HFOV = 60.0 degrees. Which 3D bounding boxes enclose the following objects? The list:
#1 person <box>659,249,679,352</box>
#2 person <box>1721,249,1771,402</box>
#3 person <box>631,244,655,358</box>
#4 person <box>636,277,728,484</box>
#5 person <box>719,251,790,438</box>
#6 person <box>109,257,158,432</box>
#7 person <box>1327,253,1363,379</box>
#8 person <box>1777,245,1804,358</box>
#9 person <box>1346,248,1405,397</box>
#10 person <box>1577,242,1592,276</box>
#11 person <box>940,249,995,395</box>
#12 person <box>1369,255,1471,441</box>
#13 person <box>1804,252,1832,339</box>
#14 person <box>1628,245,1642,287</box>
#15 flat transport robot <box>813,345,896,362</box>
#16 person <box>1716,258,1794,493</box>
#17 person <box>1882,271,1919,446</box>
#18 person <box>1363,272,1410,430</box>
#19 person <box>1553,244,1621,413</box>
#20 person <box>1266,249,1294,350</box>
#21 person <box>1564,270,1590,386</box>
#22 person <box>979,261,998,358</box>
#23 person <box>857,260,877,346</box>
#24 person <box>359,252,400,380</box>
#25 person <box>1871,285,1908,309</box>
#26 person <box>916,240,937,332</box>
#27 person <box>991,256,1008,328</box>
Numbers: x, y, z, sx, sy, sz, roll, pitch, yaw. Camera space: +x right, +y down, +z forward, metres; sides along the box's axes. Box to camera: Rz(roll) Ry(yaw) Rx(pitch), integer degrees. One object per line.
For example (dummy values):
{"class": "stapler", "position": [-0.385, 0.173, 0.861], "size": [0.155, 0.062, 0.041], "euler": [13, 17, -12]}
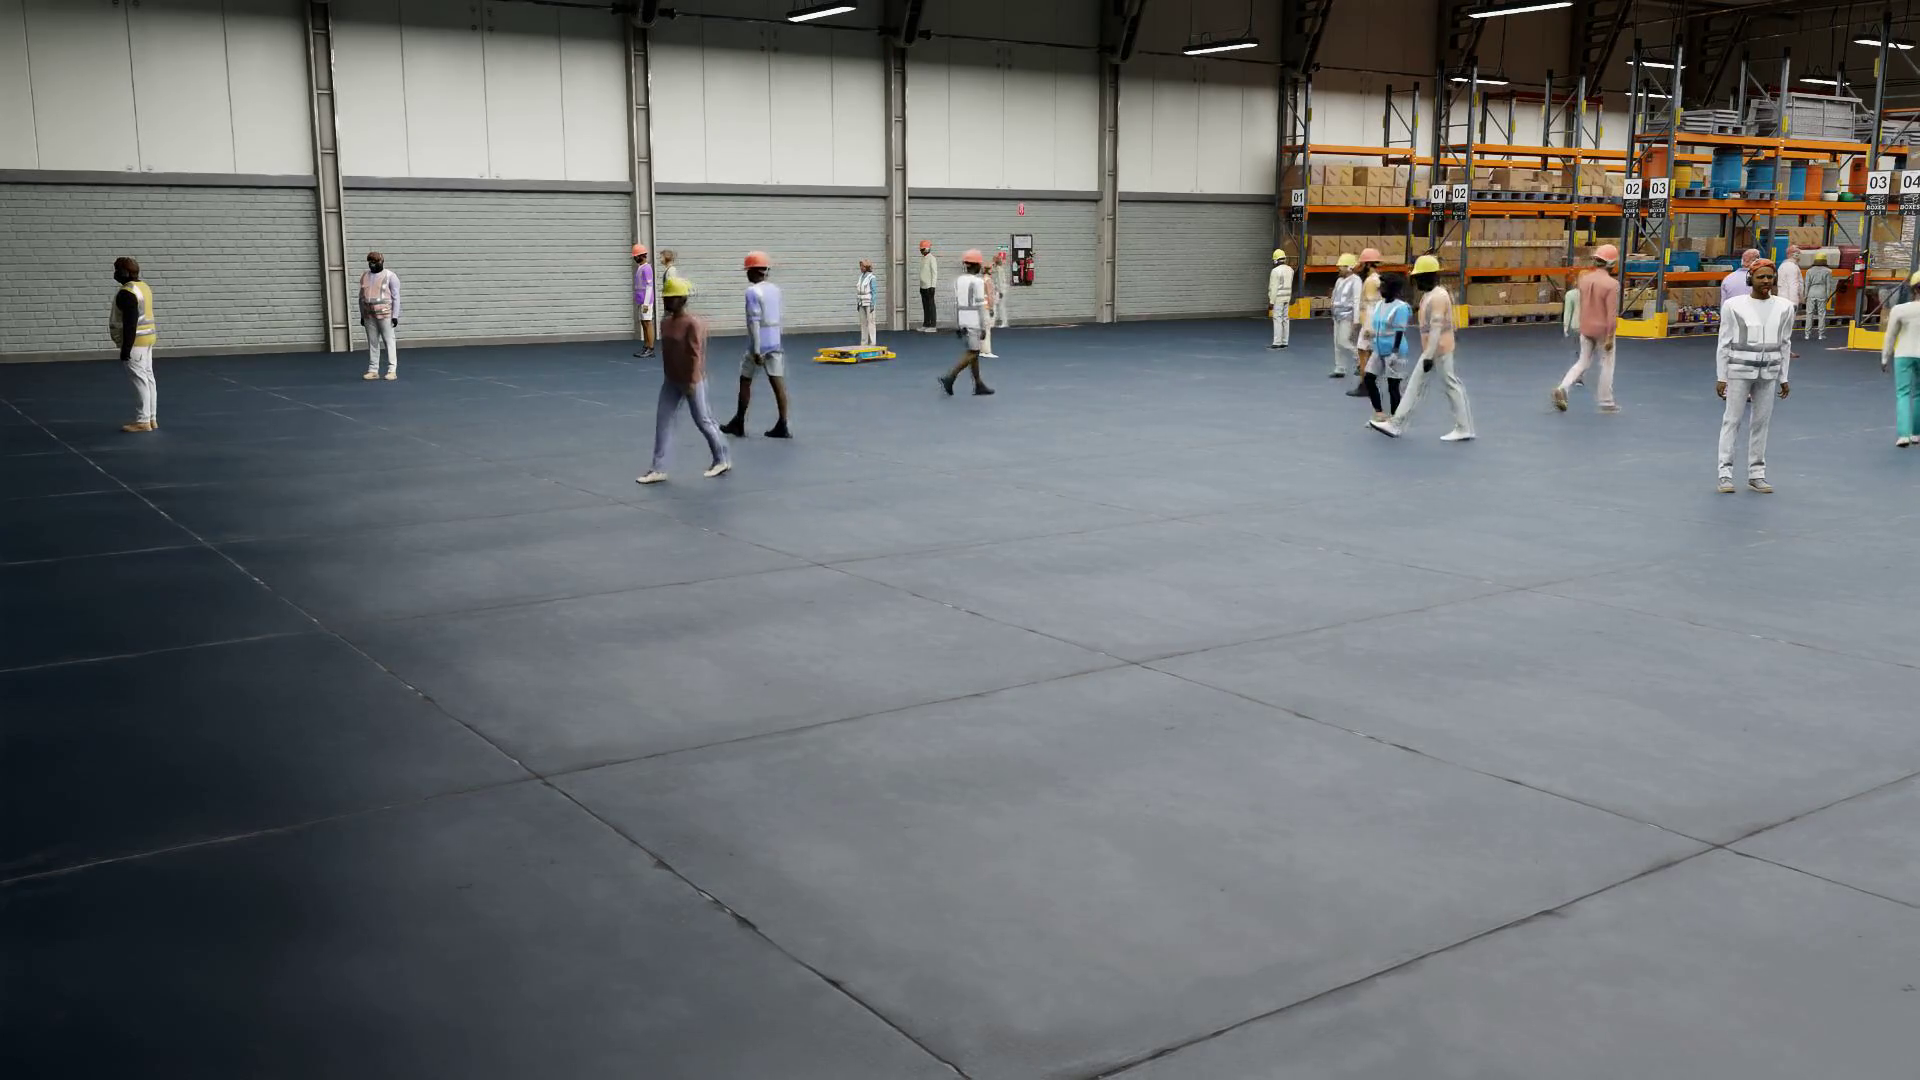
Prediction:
{"class": "person", "position": [-5.158, -4.255, 29.646], "size": [0.424, 1.832, 0.547], "euler": [-3, 11, -16]}
{"class": "person", "position": [9.855, -2.682, 20.830], "size": [0.409, 1.908, 0.639], "euler": [-8, 13, -36]}
{"class": "person", "position": [-5.411, -4.068, 28.372], "size": [0.369, 1.929, 0.542], "euler": [-4, 11, -22]}
{"class": "person", "position": [-2.331, -1.353, 14.051], "size": [0.536, 1.722, 0.897], "euler": [9, 14, 40]}
{"class": "person", "position": [-2.116, -2.008, 17.136], "size": [0.910, 1.895, 0.548], "euler": [7, 12, 33]}
{"class": "person", "position": [-8.784, -2.073, 17.668], "size": [0.429, 1.845, 0.621], "euler": [-2, 10, -10]}
{"class": "person", "position": [5.599, -3.222, 24.033], "size": [0.495, 1.817, 0.597], "euler": [-2, 11, -13]}
{"class": "person", "position": [14.239, -4.089, 28.541], "size": [0.402, 1.906, 0.685], "euler": [1, 10, 6]}
{"class": "person", "position": [5.346, -2.782, 21.360], "size": [0.626, 1.921, 0.545], "euler": [5, 11, 26]}
{"class": "person", "position": [16.983, -7.111, 45.068], "size": [0.390, 1.922, 0.591], "euler": [-6, 12, -30]}
{"class": "person", "position": [0.090, -2.787, 21.421], "size": [0.842, 1.911, 0.553], "euler": [-7, 13, -35]}
{"class": "person", "position": [4.698, -1.917, 16.736], "size": [1.036, 1.860, 0.615], "euler": [0, 10, 1]}
{"class": "person", "position": [17.322, -4.927, 33.599], "size": [0.485, 1.739, 0.314], "euler": [7, 13, 34]}
{"class": "person", "position": [18.681, -7.208, 45.855], "size": [0.940, 1.834, 0.523], "euler": [-5, 12, -27]}
{"class": "flat transport robot", "position": [-1.740, -3.086, 27.531], "size": [0.652, 0.197, 1.431], "euler": [7, 12, 32]}
{"class": "person", "position": [6.387, -1.314, 13.398], "size": [0.581, 1.881, 0.351], "euler": [0, 10, 2]}
{"class": "person", "position": [9.410, -1.774, 16.402], "size": [0.538, 1.749, 0.770], "euler": [4, 11, 23]}
{"class": "person", "position": [4.510, -1.983, 17.605], "size": [0.450, 1.682, 0.535], "euler": [-5, 11, -25]}
{"class": "person", "position": [7.370, -2.443, 19.334], "size": [0.835, 1.973, 0.614], "euler": [-5, 12, -27]}
{"class": "person", "position": [5.824, -4.377, 30.343], "size": [0.404, 1.826, 0.587], "euler": [10, 14, 44]}
{"class": "person", "position": [8.712, -2.965, 23.239], "size": [0.517, 1.588, 0.845], "euler": [5, 12, 26]}
{"class": "person", "position": [0.448, -3.926, 28.390], "size": [0.314, 1.636, 0.514], "euler": [-3, 11, -17]}
{"class": "person", "position": [-1.699, -4.264, 30.236], "size": [0.306, 1.640, 0.522], "euler": [-8, 13, -37]}
{"class": "person", "position": [-8.400, -3.233, 24.028], "size": [0.622, 1.845, 0.429], "euler": [2, 11, 12]}
{"class": "person", "position": [19.194, -5.159, 34.351], "size": [0.502, 1.920, 0.643], "euler": [-10, 14, -43]}
{"class": "person", "position": [-0.718, -5.504, 36.060], "size": [0.390, 1.990, 0.623], "euler": [-5, 12, -28]}
{"class": "person", "position": [0.786, -5.575, 37.486], "size": [0.662, 1.613, 0.531], "euler": [0, 10, 1]}
